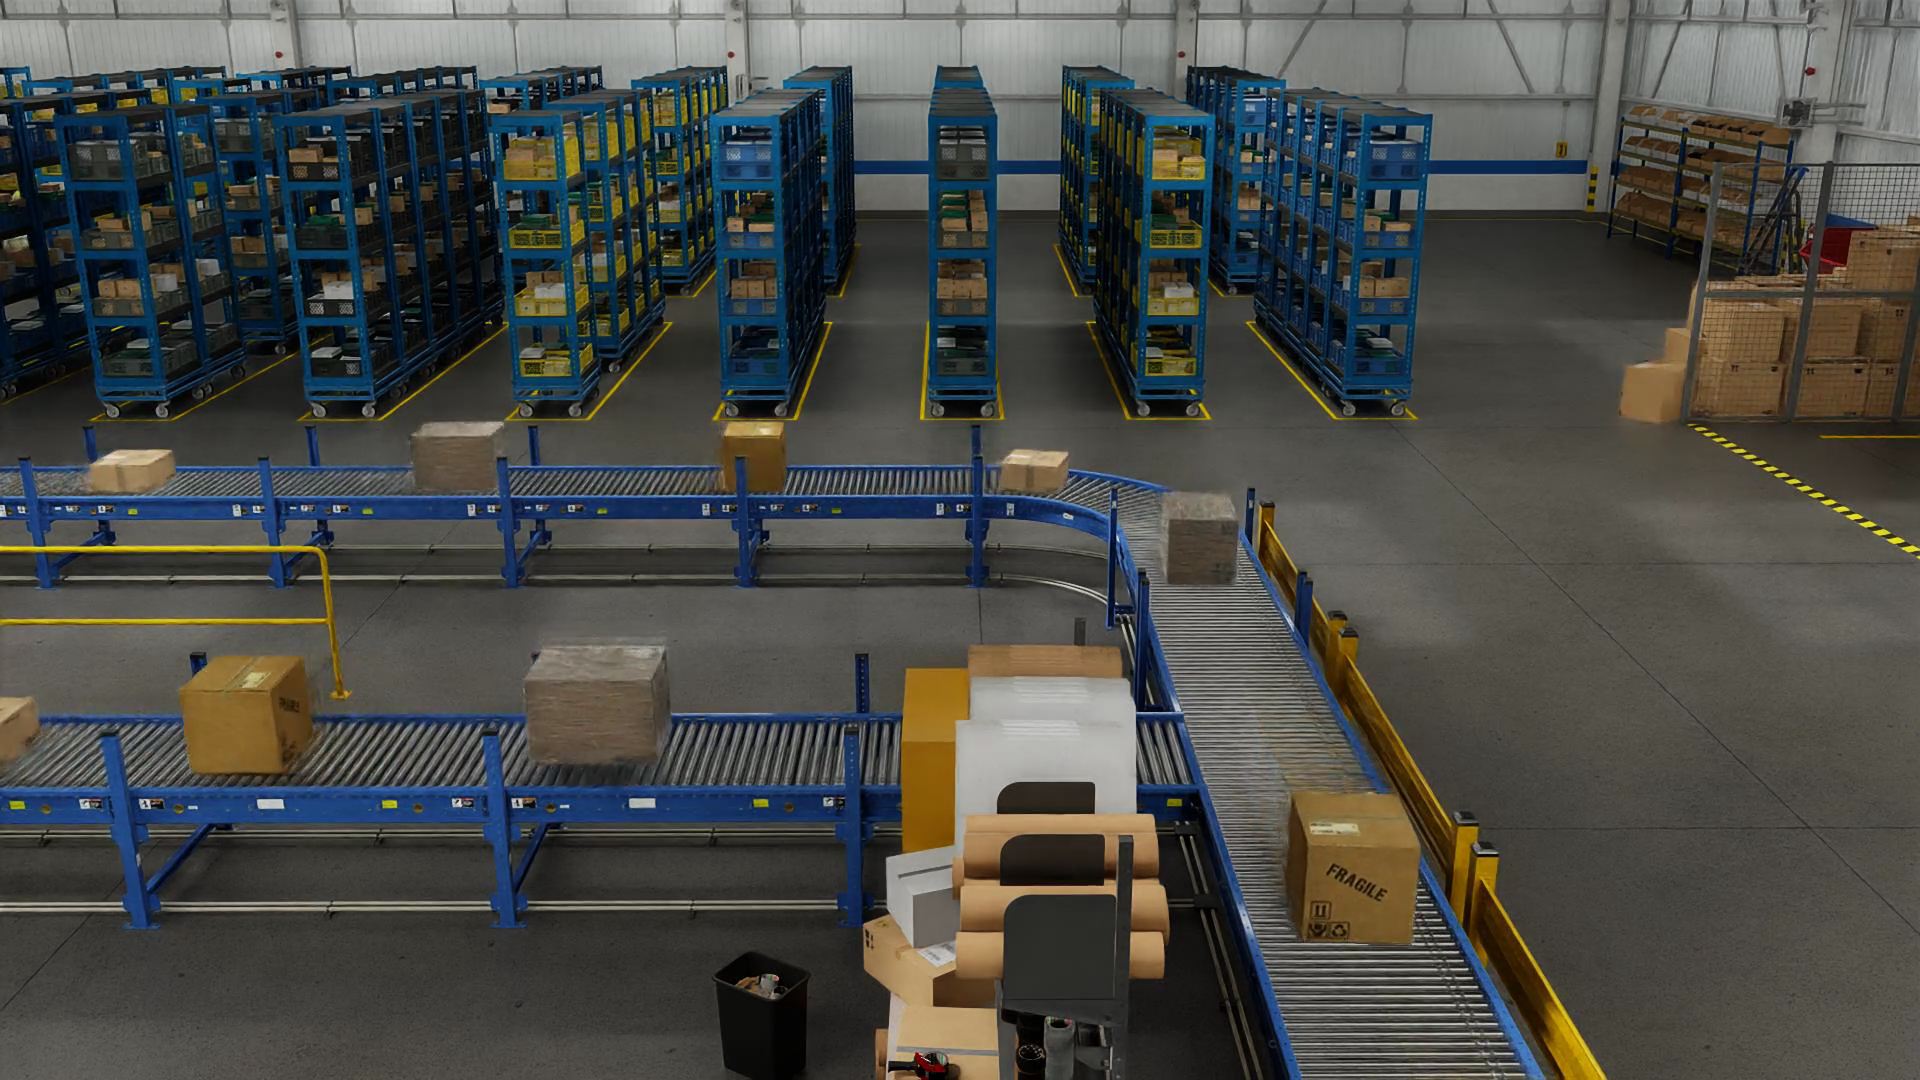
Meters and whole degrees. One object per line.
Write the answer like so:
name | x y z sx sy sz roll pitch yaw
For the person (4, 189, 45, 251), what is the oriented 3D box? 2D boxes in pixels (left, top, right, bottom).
person | -15.913 -5.054 28.304 0.625 1.798 0.769 -6 19 -19
